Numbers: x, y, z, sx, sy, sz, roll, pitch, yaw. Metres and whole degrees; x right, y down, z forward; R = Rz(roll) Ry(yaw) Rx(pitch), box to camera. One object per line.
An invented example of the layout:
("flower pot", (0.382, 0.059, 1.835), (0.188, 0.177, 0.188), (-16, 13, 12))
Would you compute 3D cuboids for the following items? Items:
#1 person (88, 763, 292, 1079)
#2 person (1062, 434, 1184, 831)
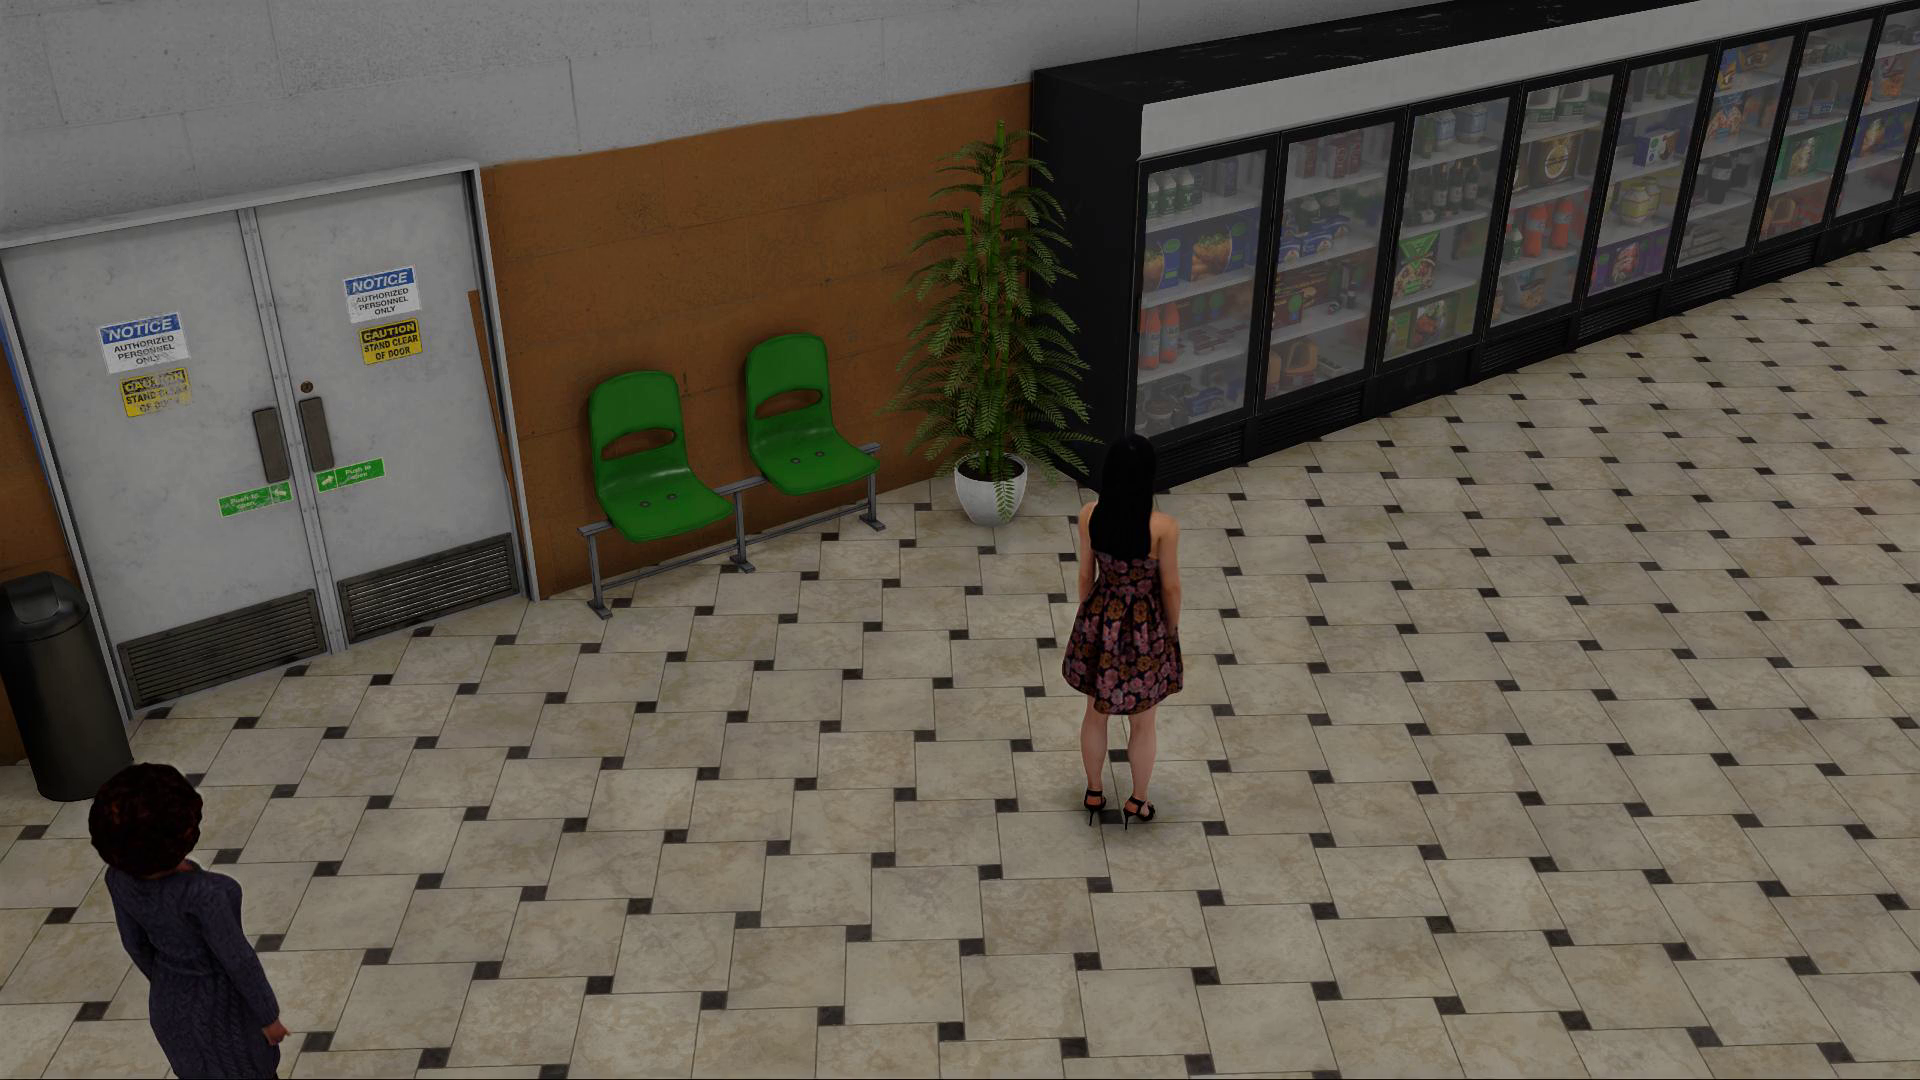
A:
("person", (-2.199, 1.384, 4.863), (0.629, 1.710, 0.720), (10, 30, 17))
("person", (0.657, 0.387, 6.622), (0.784, 1.775, 0.860), (10, 30, 18))
